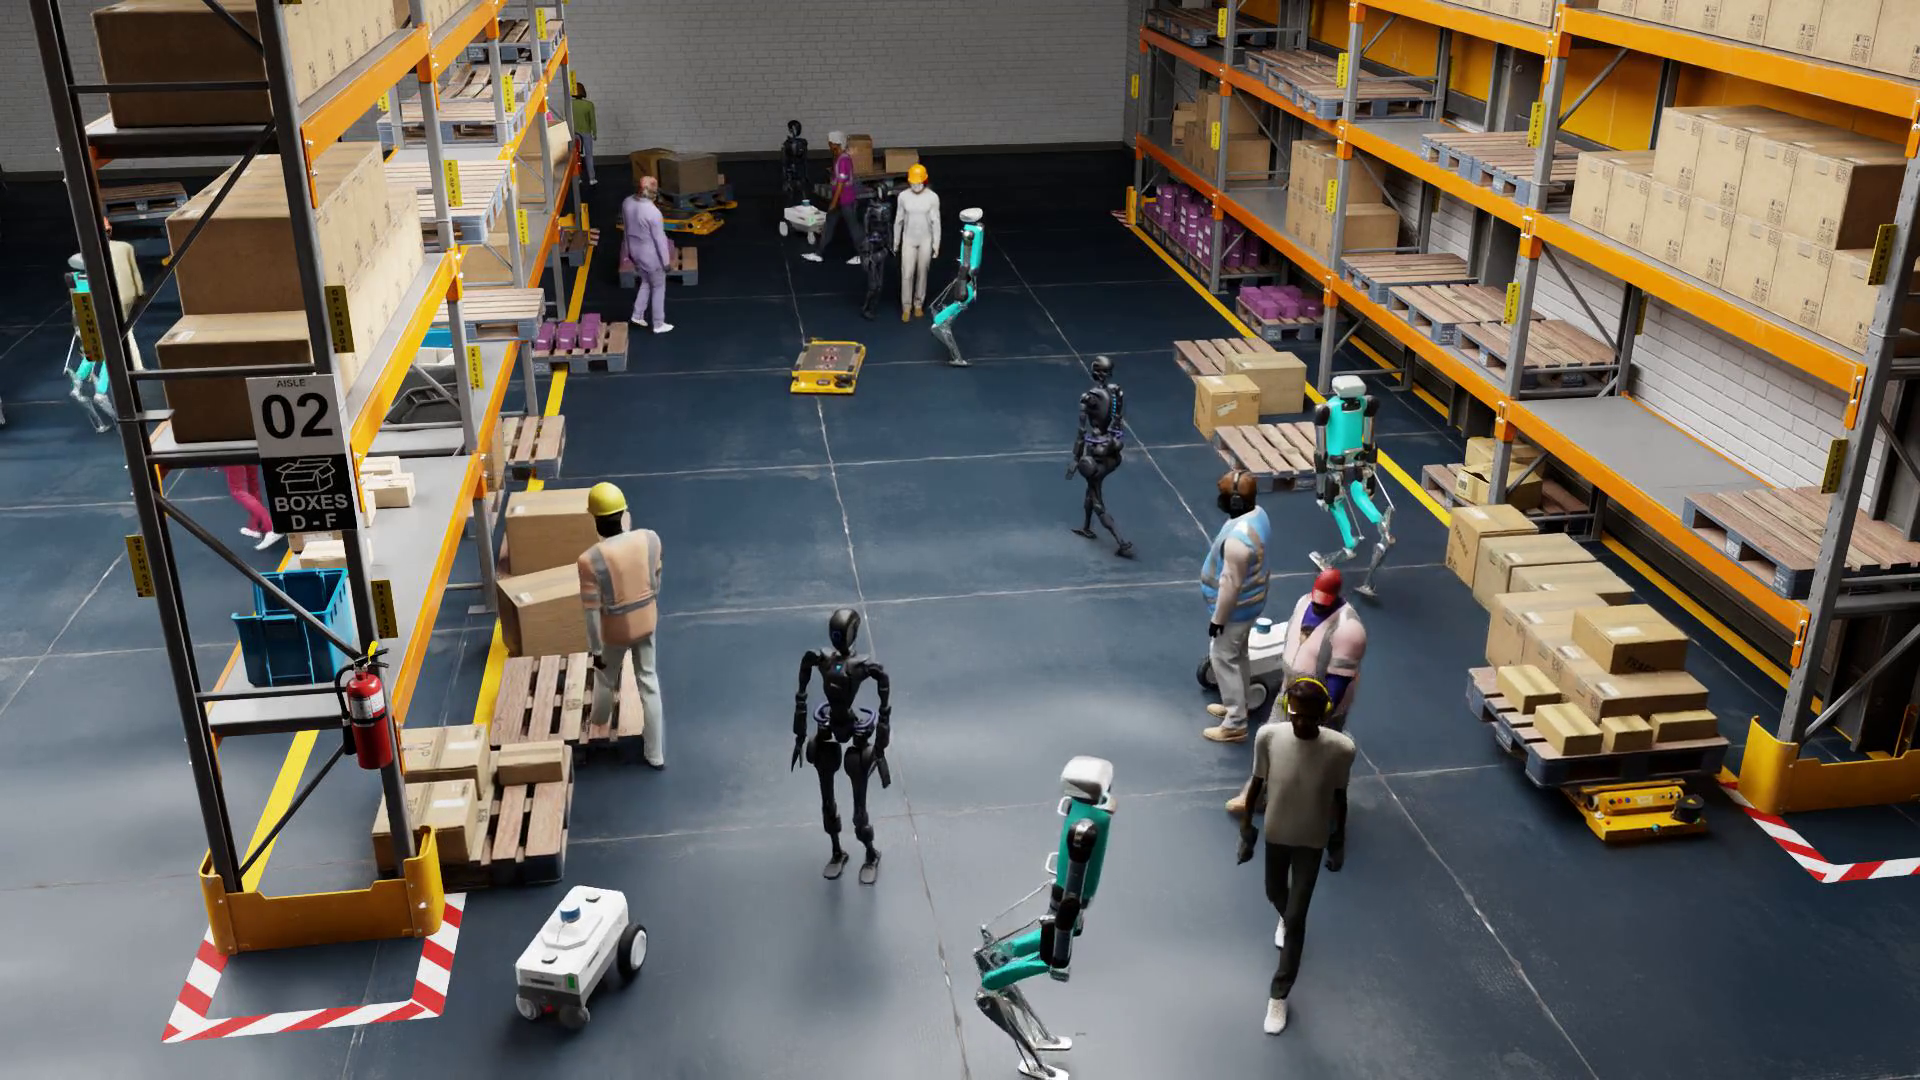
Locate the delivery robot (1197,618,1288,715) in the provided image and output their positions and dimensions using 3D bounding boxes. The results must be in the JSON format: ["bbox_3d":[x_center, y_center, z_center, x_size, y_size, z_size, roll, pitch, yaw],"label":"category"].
[{"bbox_3d":[2.059,0.829,11.424,0.750,0.587,0.525,-12,26,-25],"label":"delivery robot"}]

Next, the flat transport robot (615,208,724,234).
[{"bbox_3d":[-4.239,-4.653,24.278,1.431,0.231,0.659,6,24,13],"label":"flat transport robot"}]

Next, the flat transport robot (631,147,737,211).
[{"bbox_3d":[-4.149,-5.079,25.250,1.431,0.231,0.659,-22,32,-40],"label":"flat transport robot"}]

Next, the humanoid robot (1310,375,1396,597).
[{"bbox_3d":[3.021,-0.344,12.663,0.563,1.745,1.037,-8,25,-18],"label":"humanoid robot"}]

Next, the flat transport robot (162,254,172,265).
[{"bbox_3d":[-10.218,-4.006,22.805,0.659,0.231,1.431,4,24,10],"label":"flat transport robot"}]

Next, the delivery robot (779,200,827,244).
[{"bbox_3d":[-2.182,-4.542,23.651,0.499,0.580,0.766,-19,30,-37],"label":"delivery robot"}]

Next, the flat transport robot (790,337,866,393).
[{"bbox_3d":[-1.414,-1.886,17.975,0.659,0.231,1.431,1,24,2],"label":"flat transport robot"}]

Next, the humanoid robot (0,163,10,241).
[{"bbox_3d":[-13.710,-5.008,23.332,0.610,1.639,0.395,-12,26,-26],"label":"humanoid robot"}]

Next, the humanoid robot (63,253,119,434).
[{"bbox_3d":[-8.402,-1.814,16.019,0.533,1.799,0.744,6,24,13],"label":"humanoid robot"}]

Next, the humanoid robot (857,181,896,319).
[{"bbox_3d":[-1.016,-3.466,19.842,0.398,1.641,0.586,14,27,28],"label":"humanoid robot"}]

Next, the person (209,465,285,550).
[{"bbox_3d":[-5.867,-0.706,13.623,0.694,1.609,0.537,12,27,26],"label":"person"}]

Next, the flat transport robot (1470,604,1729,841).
[{"bbox_3d":[4.014,1.407,10.472,0.659,0.231,1.431,-3,24,-8],"label":"flat transport robot"}]

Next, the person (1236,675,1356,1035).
[{"bbox_3d":[1.682,1.470,8.386,0.525,1.835,0.905,9,25,19],"label":"person"}]

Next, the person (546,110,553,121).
[{"bbox_3d":[-6.407,-5.833,25.030,0.617,1.836,0.432,0,24,0],"label":"person"}]

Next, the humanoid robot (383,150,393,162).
[{"bbox_3d":[-7.664,-4.796,22.873,0.602,1.638,0.674,4,24,10],"label":"humanoid robot"}]

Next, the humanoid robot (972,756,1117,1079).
[{"bbox_3d":[0.332,1.739,7.728,0.738,1.673,0.531,5,24,12],"label":"humanoid robot"}]

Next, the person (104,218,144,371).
[{"bbox_3d":[-9.084,-2.615,17.803,0.559,1.730,0.595,9,25,19],"label":"person"}]

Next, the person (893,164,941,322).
[{"bbox_3d":[-0.514,-3.514,19.715,0.574,1.862,0.701,-1,24,-1],"label":"person"}]

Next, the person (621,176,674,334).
[{"bbox_3d":[-3.566,-3.281,19.155,0.676,1.870,0.461,20,31,38],"label":"person"}]

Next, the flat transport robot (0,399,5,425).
[{"bbox_3d":[-9.919,-1.060,16.092,0.659,0.231,1.431,-14,27,-28],"label":"flat transport robot"}]

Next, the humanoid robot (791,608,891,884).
[{"bbox_3d":[-0.665,1.148,9.301,0.599,1.647,0.363,6,25,14],"label":"humanoid robot"}]

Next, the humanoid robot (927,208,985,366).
[{"bbox_3d":[-0.078,-2.708,18.016,0.699,1.791,0.531,6,24,13],"label":"humanoid robot"}]

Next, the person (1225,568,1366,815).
[{"bbox_3d":[1.989,0.943,9.743,0.743,1.710,0.618,-14,27,-28],"label":"person"}]

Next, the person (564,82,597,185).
[{"bbox_3d":[-6.145,-6.597,27.018,0.492,1.624,0.281,-1,24,-2],"label":"person"}]

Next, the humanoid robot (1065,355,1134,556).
[{"bbox_3d":[1.178,-0.699,13.579,0.730,1.652,0.598,21,31,39],"label":"humanoid robot"}]

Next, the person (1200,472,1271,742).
[{"bbox_3d":[1.769,0.422,10.783,0.430,1.830,0.636,8,25,17],"label":"person"}]

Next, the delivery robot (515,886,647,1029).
[{"bbox_3d":[-1.972,2.103,8.533,0.513,0.596,0.767,5,24,12],"label":"delivery robot"}]

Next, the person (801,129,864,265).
[{"bbox_3d":[-1.663,-4.519,22.063,0.948,1.799,0.511,-8,25,-17],"label":"person"}]

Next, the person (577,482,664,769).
[{"bbox_3d":[-2.167,0.508,10.500,0.606,1.895,0.778,-18,29,-34],"label":"person"}]

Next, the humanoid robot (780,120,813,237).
[{"bbox_3d":[-2.364,-5.143,23.658,0.365,1.646,0.590,15,28,31],"label":"humanoid robot"}]
